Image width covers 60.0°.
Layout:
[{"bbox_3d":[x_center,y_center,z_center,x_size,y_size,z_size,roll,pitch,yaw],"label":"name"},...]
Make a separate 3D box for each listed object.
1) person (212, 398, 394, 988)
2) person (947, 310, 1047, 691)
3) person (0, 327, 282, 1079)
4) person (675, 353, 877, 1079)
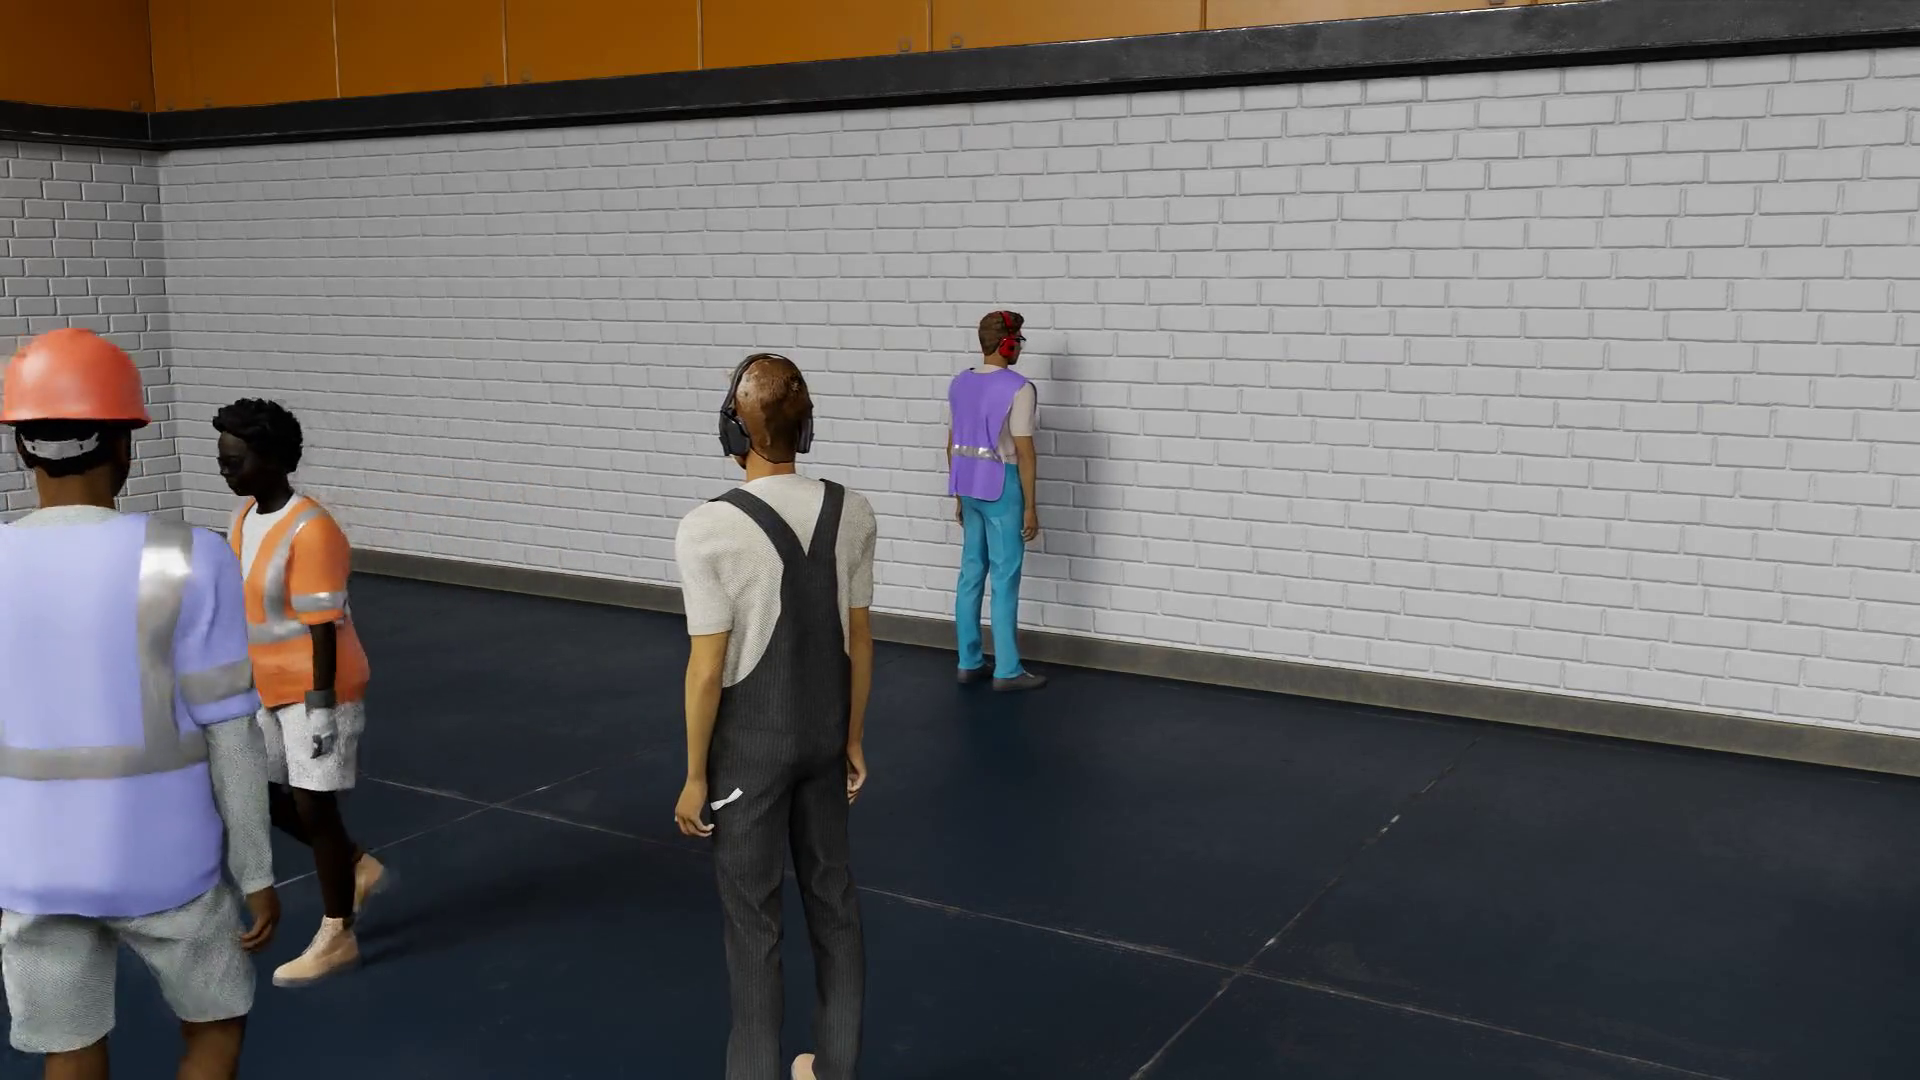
[{"bbox_3d":[-1.875,0.423,4.769,0.558,1.676,0.410,7,12,38],"label":"person"},{"bbox_3d":[0.151,-0.189,8.106,0.387,1.845,0.565,-8,12,-40],"label":"person"},{"bbox_3d":[-1.545,0.585,3.032,0.575,1.921,0.459,-2,9,-9],"label":"person"},{"bbox_3d":[-0.426,0.496,3.838,0.508,1.846,0.345,-7,12,-39],"label":"person"}]
